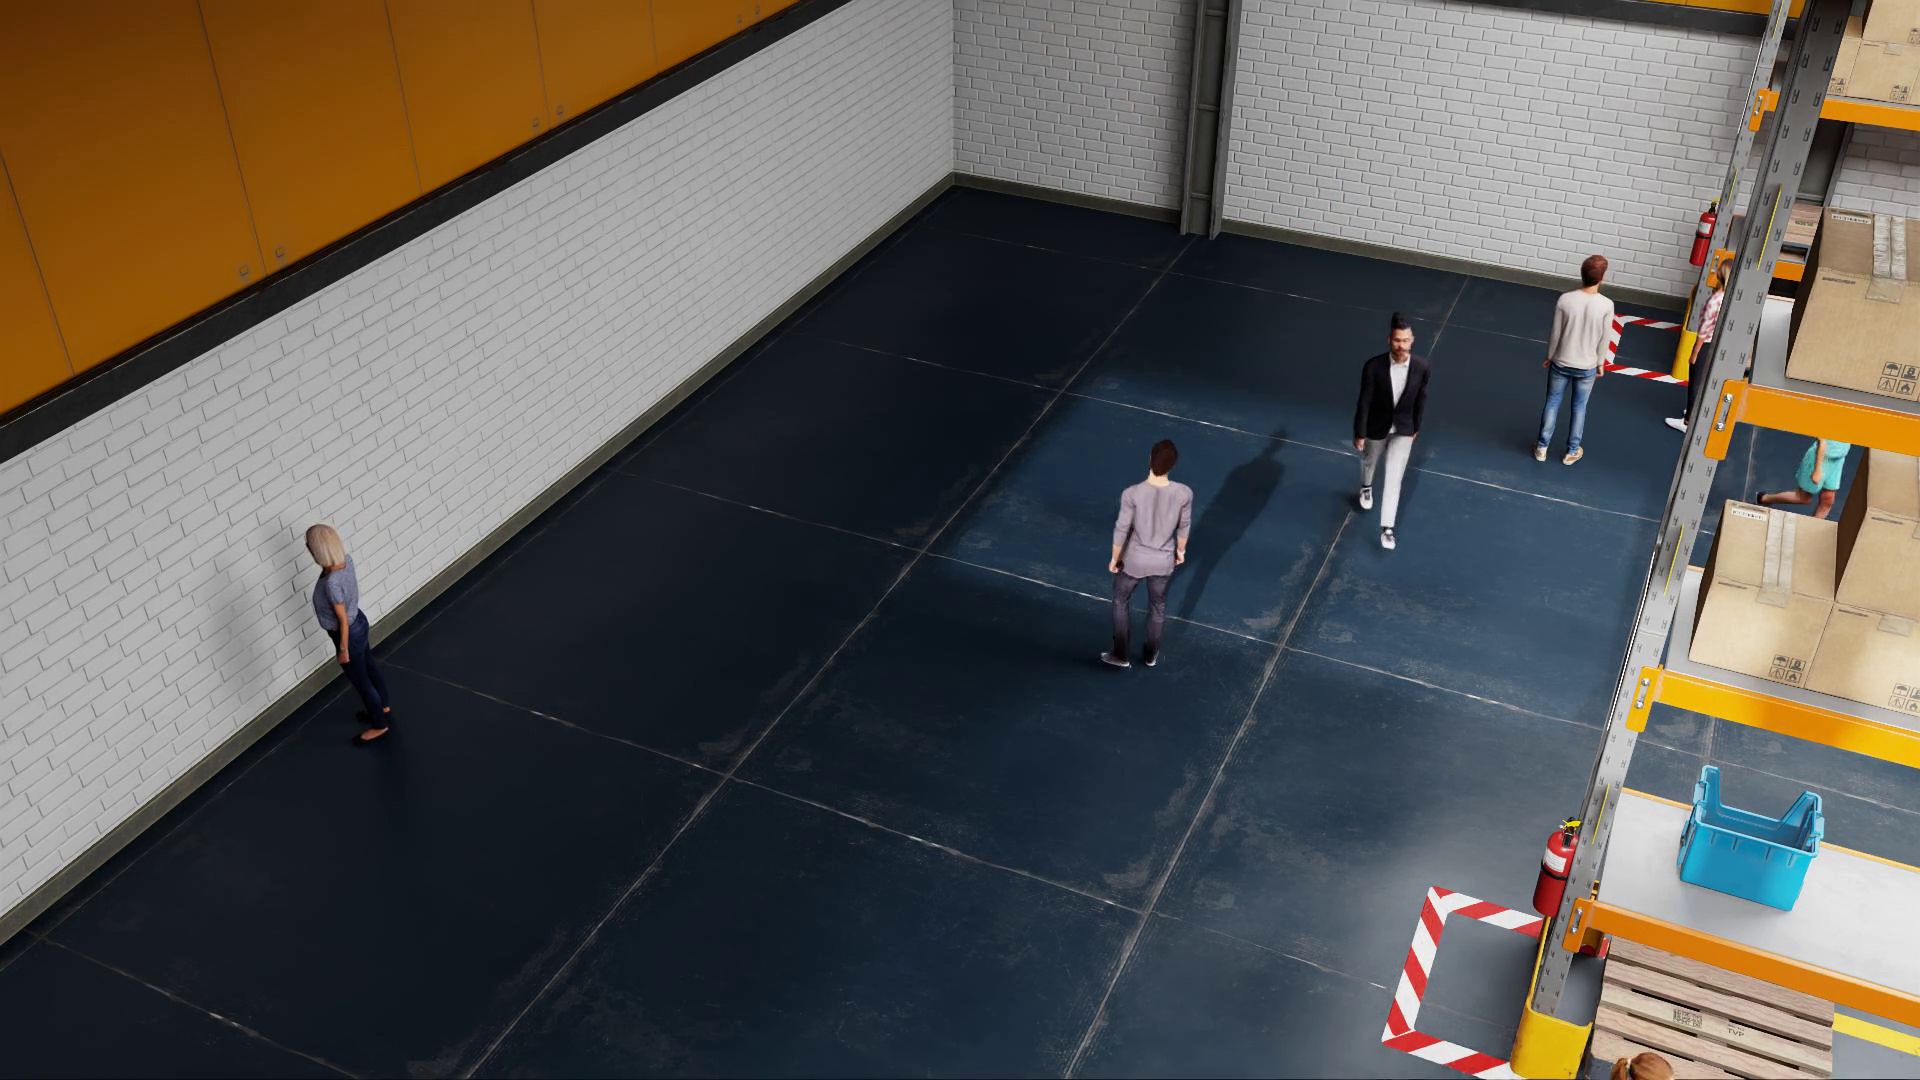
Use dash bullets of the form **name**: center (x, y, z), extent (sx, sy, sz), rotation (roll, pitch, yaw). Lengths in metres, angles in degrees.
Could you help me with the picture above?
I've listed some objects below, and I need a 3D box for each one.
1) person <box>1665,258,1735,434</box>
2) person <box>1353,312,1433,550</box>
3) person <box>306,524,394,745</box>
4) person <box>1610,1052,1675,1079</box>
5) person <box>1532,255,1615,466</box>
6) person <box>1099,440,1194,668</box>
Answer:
- **person**: center (6.694, -1.730, 14.793), extent (0.637, 1.629, 0.654), rotation (-21, 39, -28)
- **person**: center (3.424, -0.965, 13.409), extent (1.289, 1.887, 1.035), rotation (4, 34, 6)
- **person**: center (-4.101, 0.615, 11.183), extent (0.688, 1.720, 0.667), rotation (-5, 34, -8)
- **person**: center (3.103, 2.920, 8.091), extent (0.550, 1.304, 0.538), rotation (26, 41, 33)
- **person**: center (5.264, -1.524, 14.239), extent (0.504, 1.899, 0.715), rotation (14, 36, 20)
- **person**: center (1.333, 0.117, 11.821), extent (0.750, 1.843, 0.894), rotation (-6, 34, -9)
